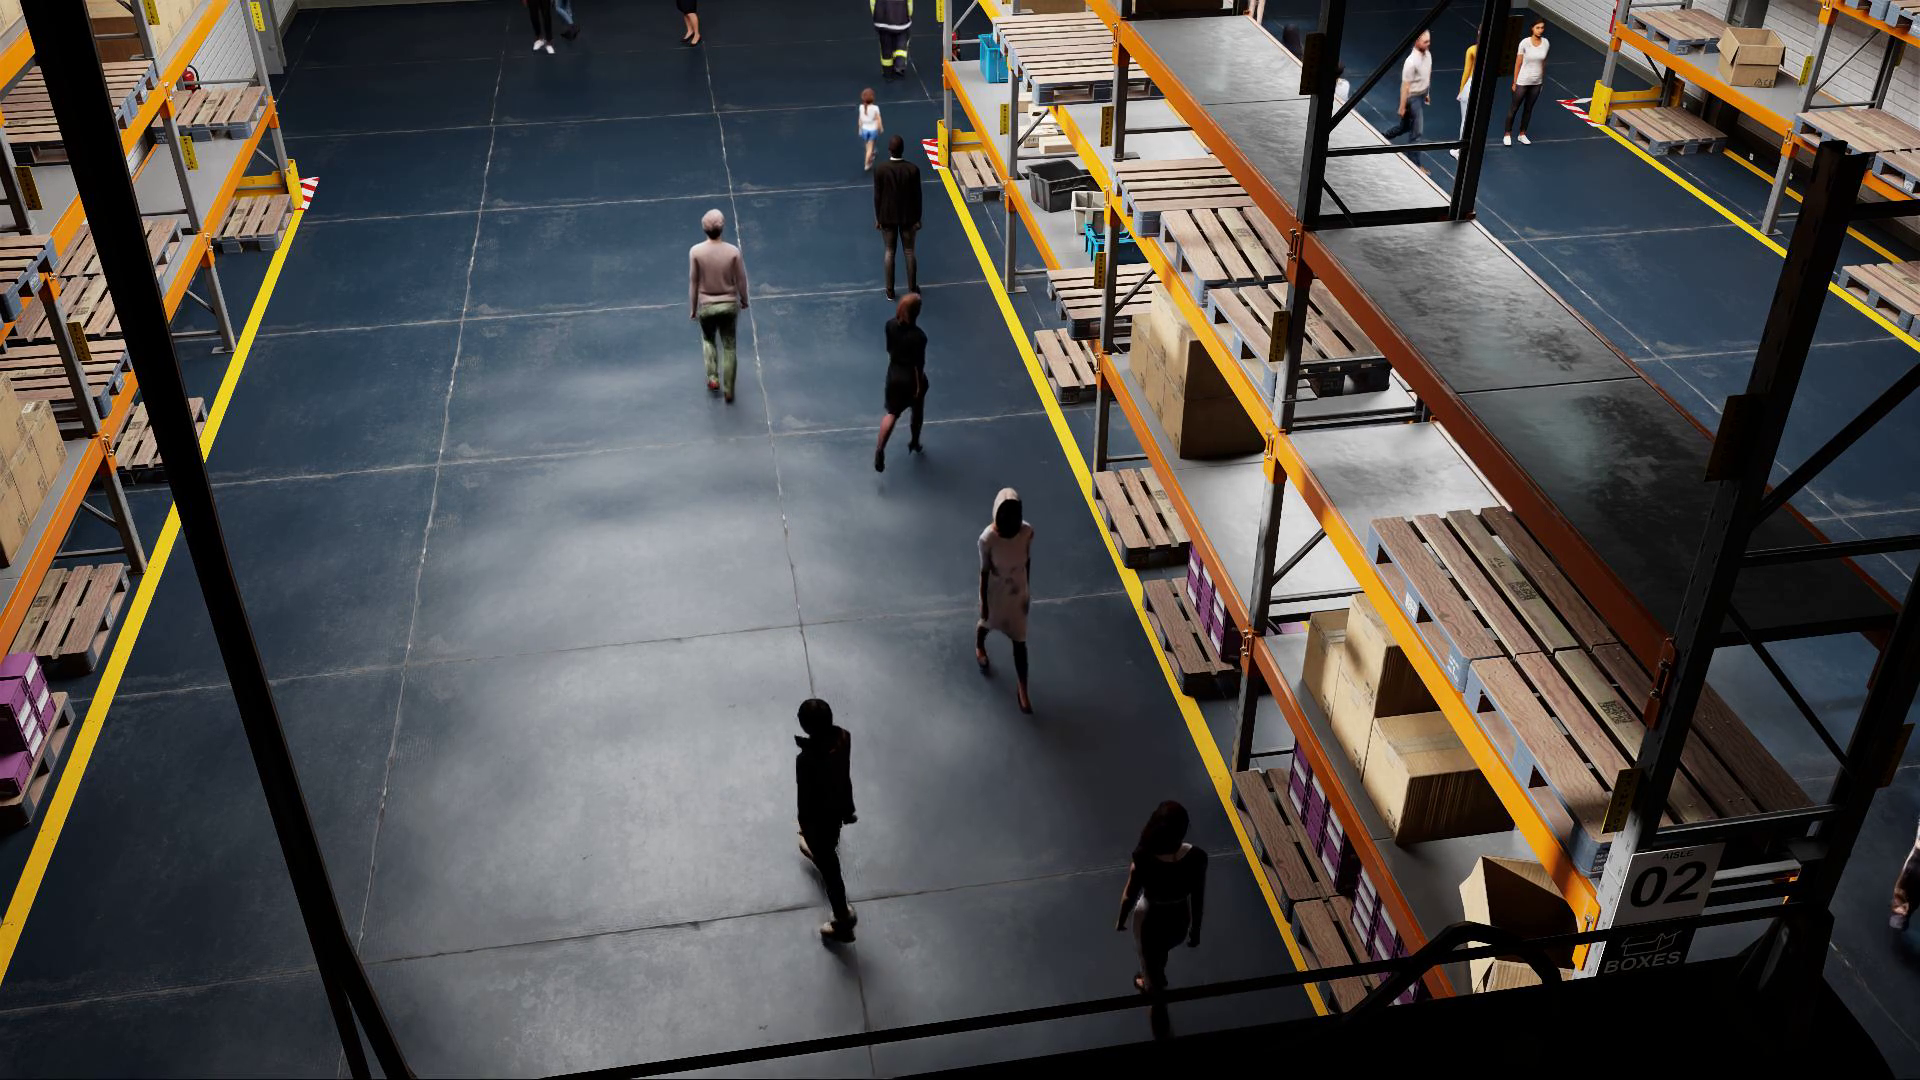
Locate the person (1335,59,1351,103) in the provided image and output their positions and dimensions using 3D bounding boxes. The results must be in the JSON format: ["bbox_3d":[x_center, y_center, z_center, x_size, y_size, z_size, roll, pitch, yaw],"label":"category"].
[{"bbox_3d":[4.599,-5.052,20.240,0.875,1.523,1.096,-21,39,-29],"label":"person"}]

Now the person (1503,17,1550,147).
[{"bbox_3d":[7.310,-5.919,21.432,0.557,1.647,0.515,-5,34,-8],"label":"person"}]

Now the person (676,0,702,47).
[{"bbox_3d":[-4.124,-8.297,24.990,0.842,1.669,0.707,-19,38,-26],"label":"person"}]

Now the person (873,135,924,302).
[{"bbox_3d":[-0.642,-3.381,17.476,0.694,1.800,0.623,1,34,1],"label":"person"}]

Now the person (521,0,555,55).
[{"bbox_3d":[-6.276,-8.119,24.681,0.662,1.714,0.888,-6,34,-8],"label":"person"}]

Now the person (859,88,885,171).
[{"bbox_3d":[-1.148,-5.129,20.834,0.638,0.993,0.764,13,36,19],"label":"person"}]

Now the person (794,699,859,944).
[{"bbox_3d":[-0.921,1.587,10.139,1.194,1.648,1.017,-8,35,-12],"label":"person"}]

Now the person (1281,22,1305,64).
[{"bbox_3d":[4.122,-5.558,20.851,0.715,1.689,1.115,0,34,1],"label":"person"}]

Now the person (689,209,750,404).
[{"bbox_3d":[-2.252,-2.121,15.530,0.706,1.855,0.691,-5,34,-8],"label":"person"}]

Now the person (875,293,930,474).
[{"bbox_3d":[-0.525,-1.337,14.516,0.992,1.672,1.105,16,37,23],"label":"person"}]

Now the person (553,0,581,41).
[{"bbox_3d":[-5.956,-8.328,25.076,0.941,1.625,0.866,25,41,33],"label":"person"}]

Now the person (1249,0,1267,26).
[{"bbox_3d":[4.611,-8.584,25.352,0.751,1.745,0.643,-22,39,-29],"label":"person"}]

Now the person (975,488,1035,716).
[{"bbox_3d":[0.275,0.347,11.953,0.728,1.706,1.133,-12,35,-17],"label":"person"}]

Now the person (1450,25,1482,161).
[{"bbox_3d":[6.495,-5.650,20.934,0.600,1.750,0.577,-3,34,-4],"label":"person"}]

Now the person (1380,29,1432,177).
[{"bbox_3d":[5.490,-5.436,20.551,1.238,1.819,1.172,21,39,28],"label":"person"}]

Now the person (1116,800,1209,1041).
[{"bbox_3d":[1.119,2.221,9.092,0.588,1.752,1.098,-6,34,-9],"label":"person"}]

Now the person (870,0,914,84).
[{"bbox_3d":[-0.977,-7.420,23.404,0.837,1.964,0.794,0,34,1],"label":"person"}]
